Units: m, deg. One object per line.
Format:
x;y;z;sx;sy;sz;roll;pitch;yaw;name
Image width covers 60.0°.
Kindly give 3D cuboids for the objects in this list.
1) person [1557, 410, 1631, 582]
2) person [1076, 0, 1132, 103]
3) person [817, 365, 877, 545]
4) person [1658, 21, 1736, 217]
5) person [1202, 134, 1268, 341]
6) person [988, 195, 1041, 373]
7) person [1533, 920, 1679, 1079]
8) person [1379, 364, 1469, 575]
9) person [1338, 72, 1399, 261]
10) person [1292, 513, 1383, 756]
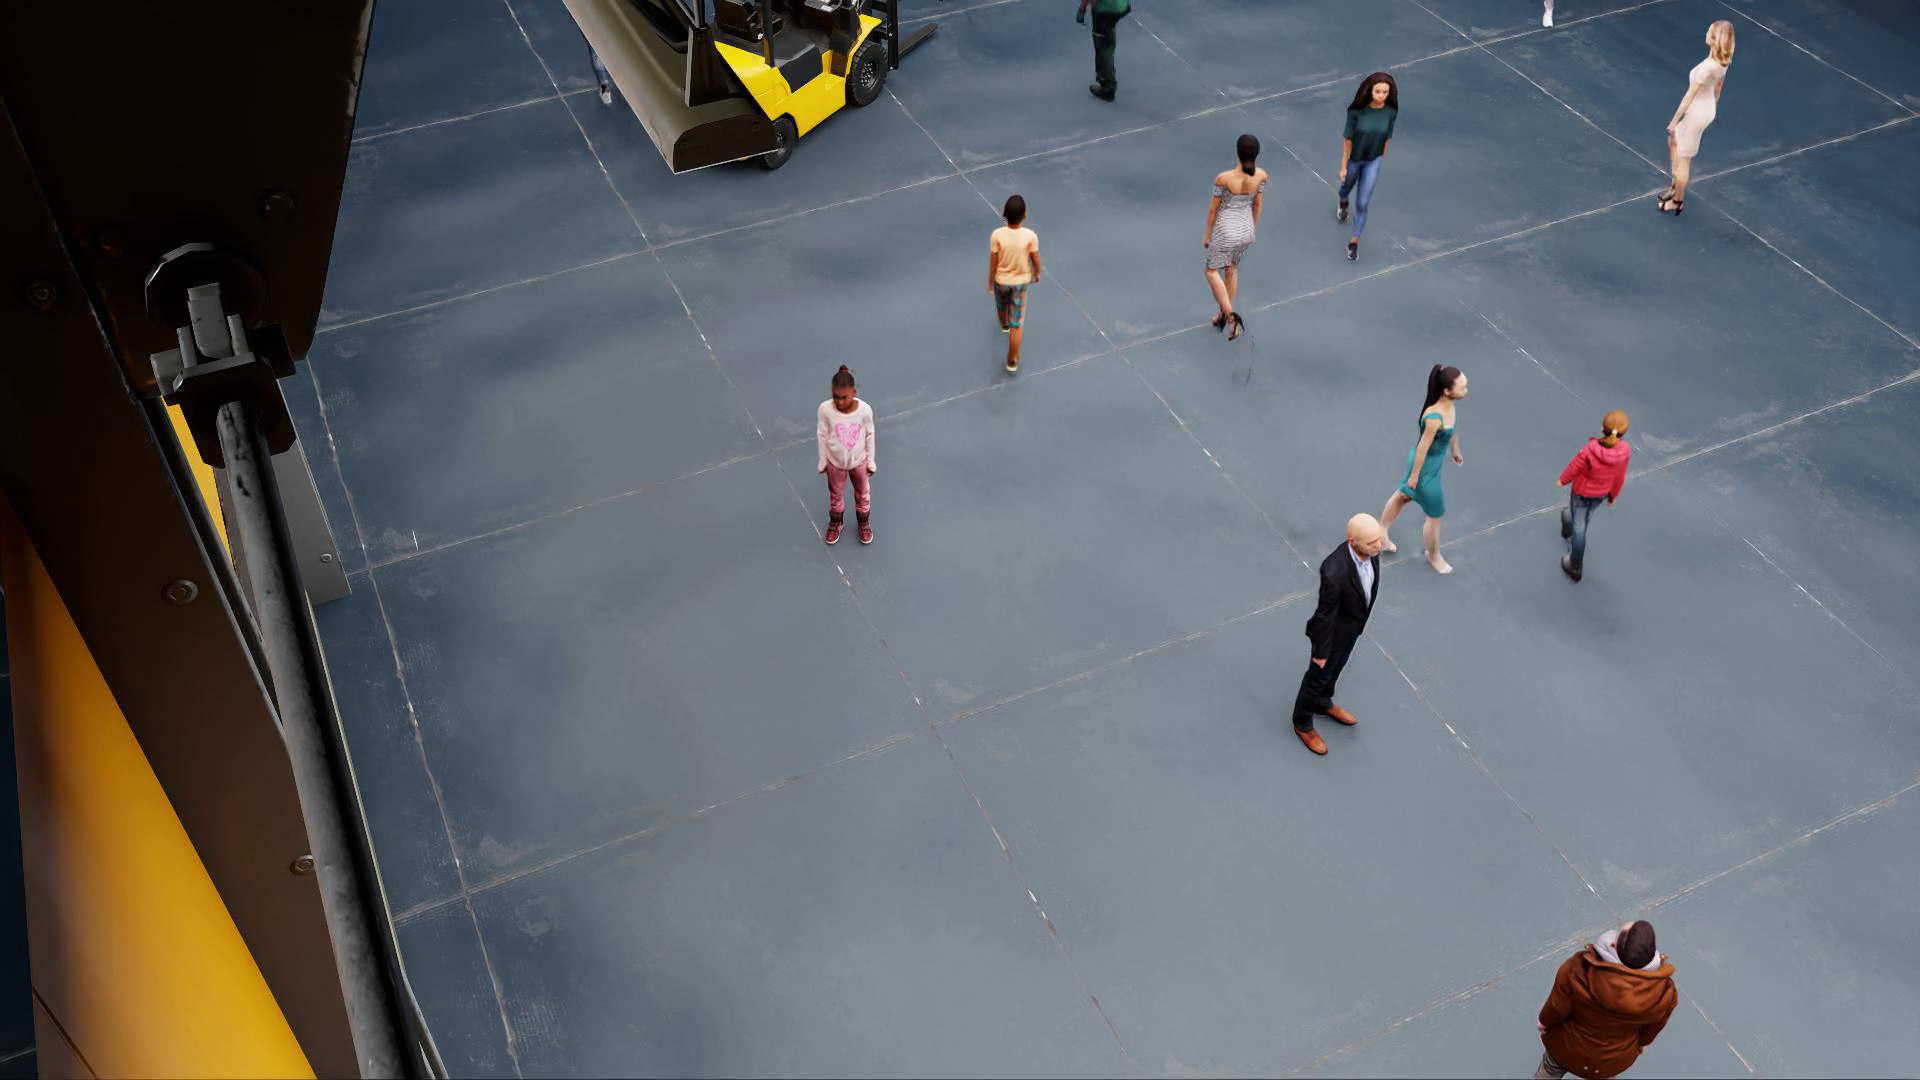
4.298;-0.276;11.276;0.718;1.288;0.925;-3;44;-3;person
1.468;-5.050;15.899;0.810;1.824;0.807;32;52;29;person
-0.783;-0.589;11.491;0.618;1.444;0.613;-1;44;-1;person
6.433;-3.586;14.366;0.674;1.819;0.685;-31;52;-28;person
2.158;-2.307;13.035;0.663;1.803;0.817;-12;45;-12;person
0.408;-1.970;12.950;0.850;1.431;1.038;3;44;3;person
3.081;2.396;8.072;0.858;1.839;0.908;10;45;10;person
3.068;-0.514;11.257;0.938;1.659;0.853;17;46;17;person
3.419;-3.275;14.208;0.955;1.586;1.166;5;44;5;person
2.292;0.521;10.069;0.723;1.800;0.761;33;53;30;person
